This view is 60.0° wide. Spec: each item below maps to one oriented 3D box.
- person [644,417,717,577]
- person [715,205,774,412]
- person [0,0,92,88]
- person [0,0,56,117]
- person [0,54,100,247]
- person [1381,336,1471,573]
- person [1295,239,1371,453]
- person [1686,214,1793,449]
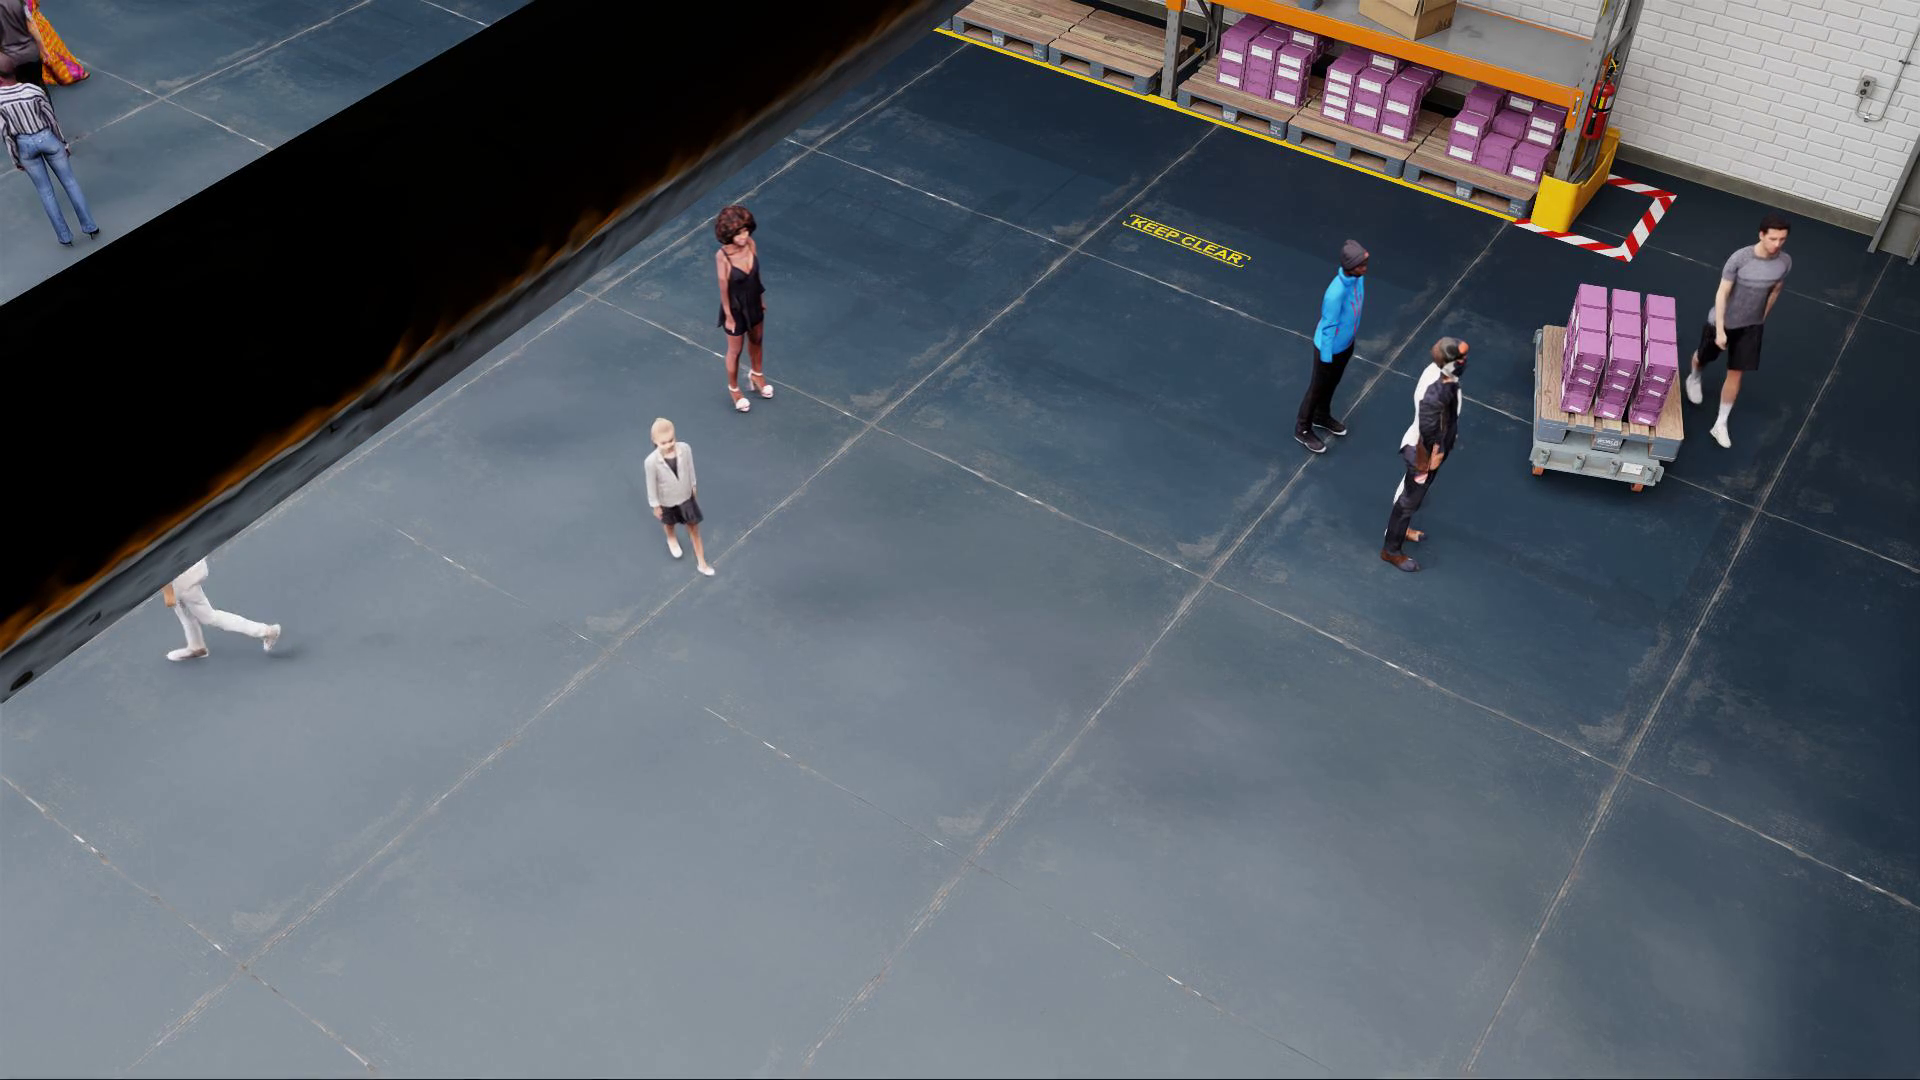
[{"bbox_3d":[-2.015,-0.355,11.591,0.757,1.250,0.909,-20,47,-20],"label":"person"},{"bbox_3d":[-1.664,-1.775,12.692,0.551,1.786,0.556,30,51,28],"label":"person"},{"bbox_3d":[-9.392,-5.240,16.412,1.108,1.673,1.165,-14,45,-14],"label":"person"},{"bbox_3d":[-8.753,-4.499,15.578,0.711,1.750,0.662,26,50,25],"label":"person"},{"bbox_3d":[-7.923,-3.349,14.338,0.688,1.796,0.660,-24,48,-23],"label":"person"},{"bbox_3d":[3.195,-0.629,11.413,0.668,1.891,0.745,15,46,16],"label":"person"},{"bbox_3d":[2.770,-1.467,12.362,0.539,1.797,0.587,27,50,25],"label":"person"},{"bbox_3d":[5.833,-1.716,12.602,1.185,1.825,1.051,5,44,5],"label":"person"}]
